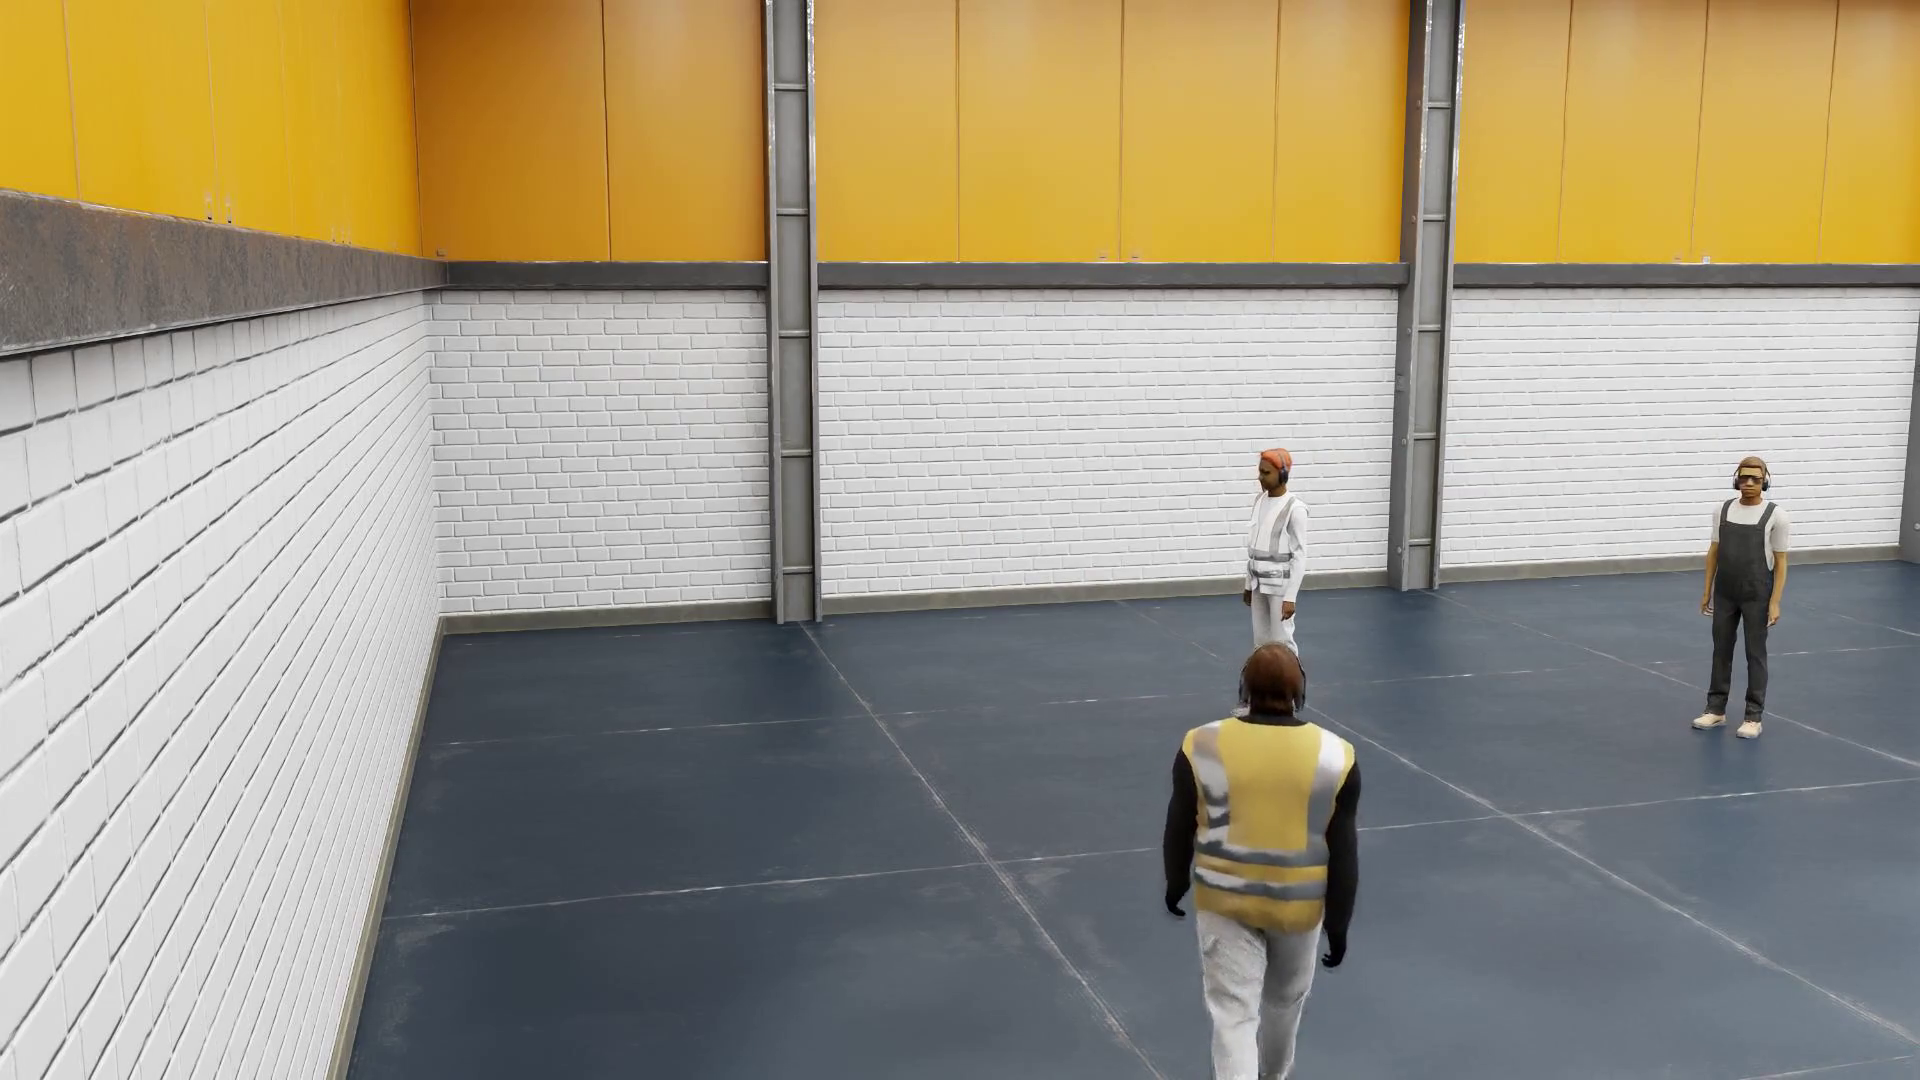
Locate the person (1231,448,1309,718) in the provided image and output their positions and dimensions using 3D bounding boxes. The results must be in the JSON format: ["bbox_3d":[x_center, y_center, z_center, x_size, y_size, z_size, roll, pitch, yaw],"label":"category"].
[{"bbox_3d":[2.079,0.324,11.094,0.355,1.883,0.576,-4,10,-23],"label":"person"}]

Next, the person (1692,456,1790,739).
[{"bbox_3d":[5.129,0.370,10.919,0.336,1.846,0.513,-8,12,-40],"label":"person"}]

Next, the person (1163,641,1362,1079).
[{"bbox_3d":[1.026,1.226,5.732,0.639,1.788,0.969,1,9,8],"label":"person"}]
